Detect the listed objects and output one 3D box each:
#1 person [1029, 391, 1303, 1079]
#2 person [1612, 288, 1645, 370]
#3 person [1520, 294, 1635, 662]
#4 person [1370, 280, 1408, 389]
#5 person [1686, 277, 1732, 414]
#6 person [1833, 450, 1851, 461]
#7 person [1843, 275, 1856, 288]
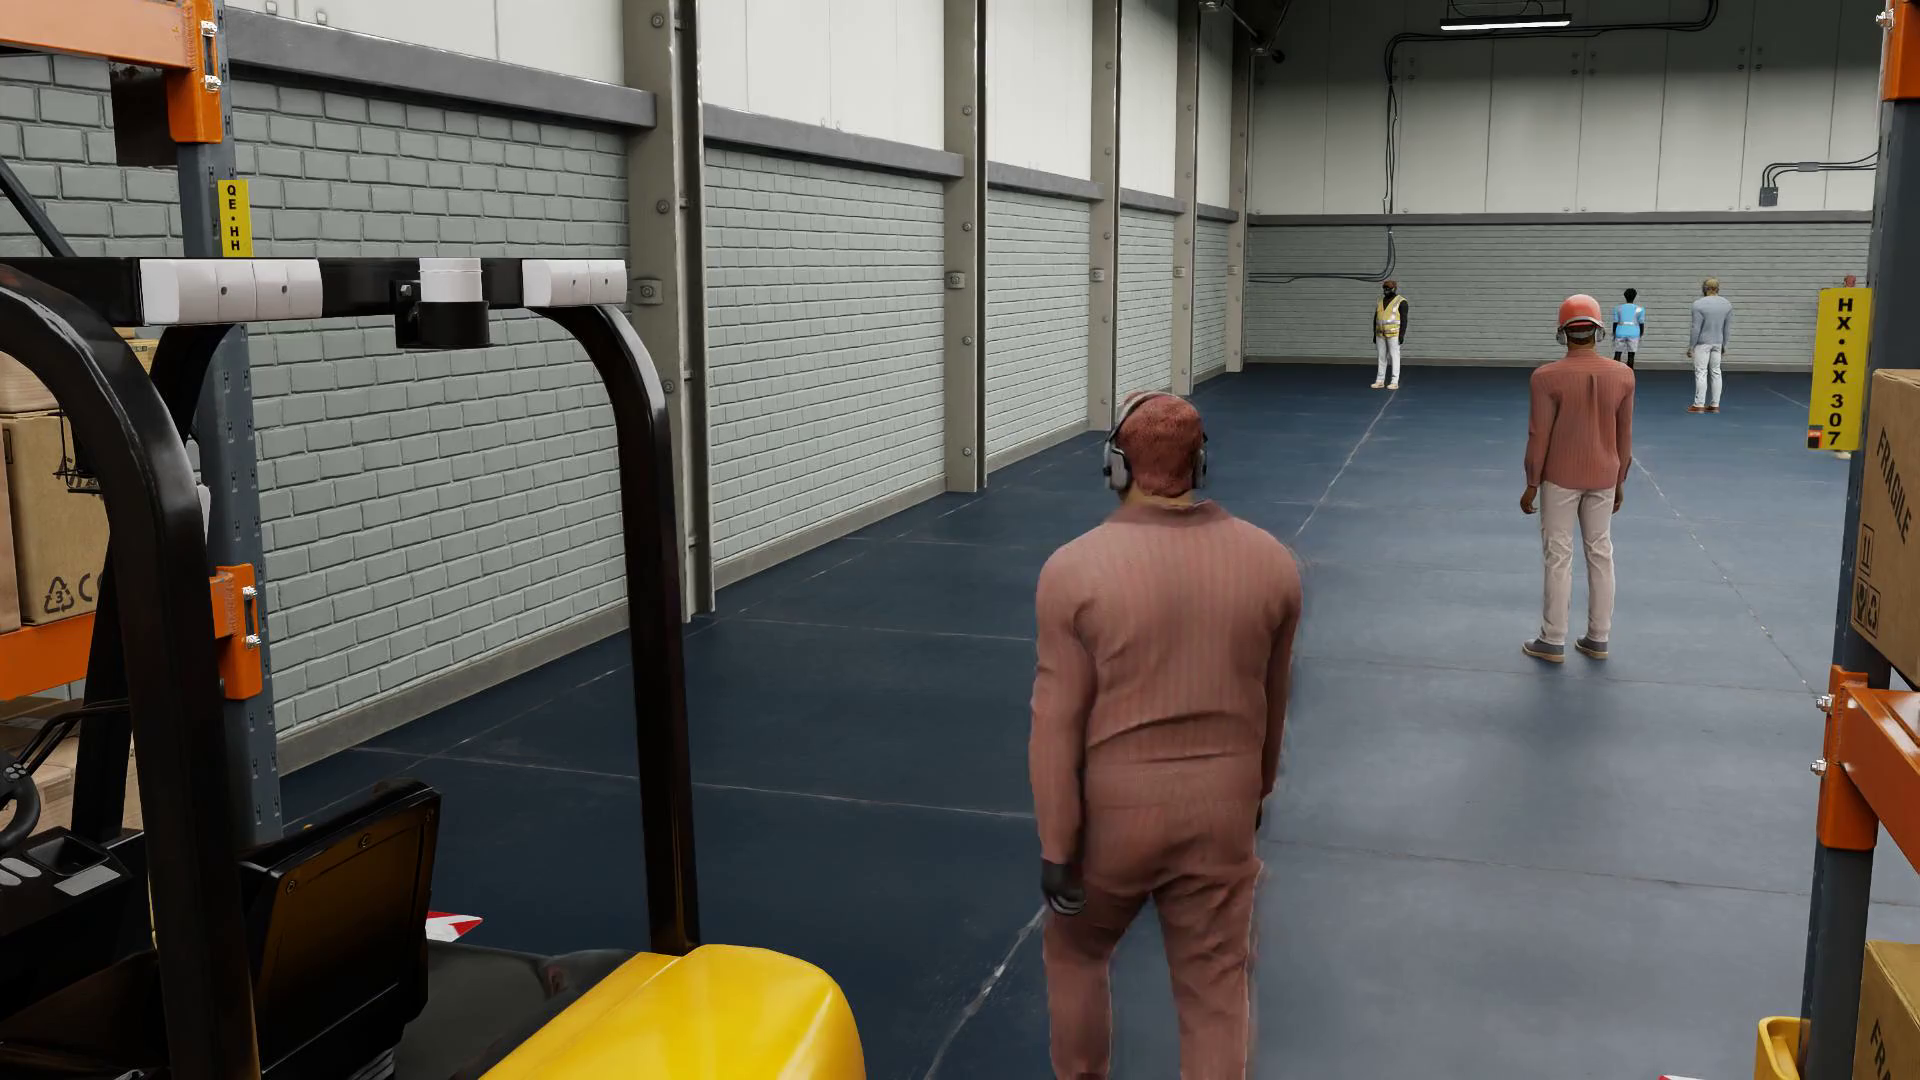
[{"bbox_3d":[0.437,0.607,3.809,0.661,1.886,0.712,-2,10,-14],"label":"person"},{"bbox_3d":[11.901,-3.633,29.623,0.544,1.698,0.358,5,11,29],"label":"person"},{"bbox_3d":[3.341,-0.330,9.051,0.612,1.991,0.392,-2,10,-10],"label":"person"},{"bbox_3d":[7.286,-3.487,28.298,0.429,1.842,0.635,-8,12,-39],"label":"person"},{"bbox_3d":[10.674,-2.769,23.737,0.635,1.936,0.354,-2,10,-14],"label":"person"},{"bbox_3d":[9.686,-1.756,18.036,0.534,1.824,0.481,-1,10,-5],"label":"person"},{"bbox_3d":[16.904,-4.096,31.732,0.652,1.906,0.402,-1,10,-7],"label":"person"}]
